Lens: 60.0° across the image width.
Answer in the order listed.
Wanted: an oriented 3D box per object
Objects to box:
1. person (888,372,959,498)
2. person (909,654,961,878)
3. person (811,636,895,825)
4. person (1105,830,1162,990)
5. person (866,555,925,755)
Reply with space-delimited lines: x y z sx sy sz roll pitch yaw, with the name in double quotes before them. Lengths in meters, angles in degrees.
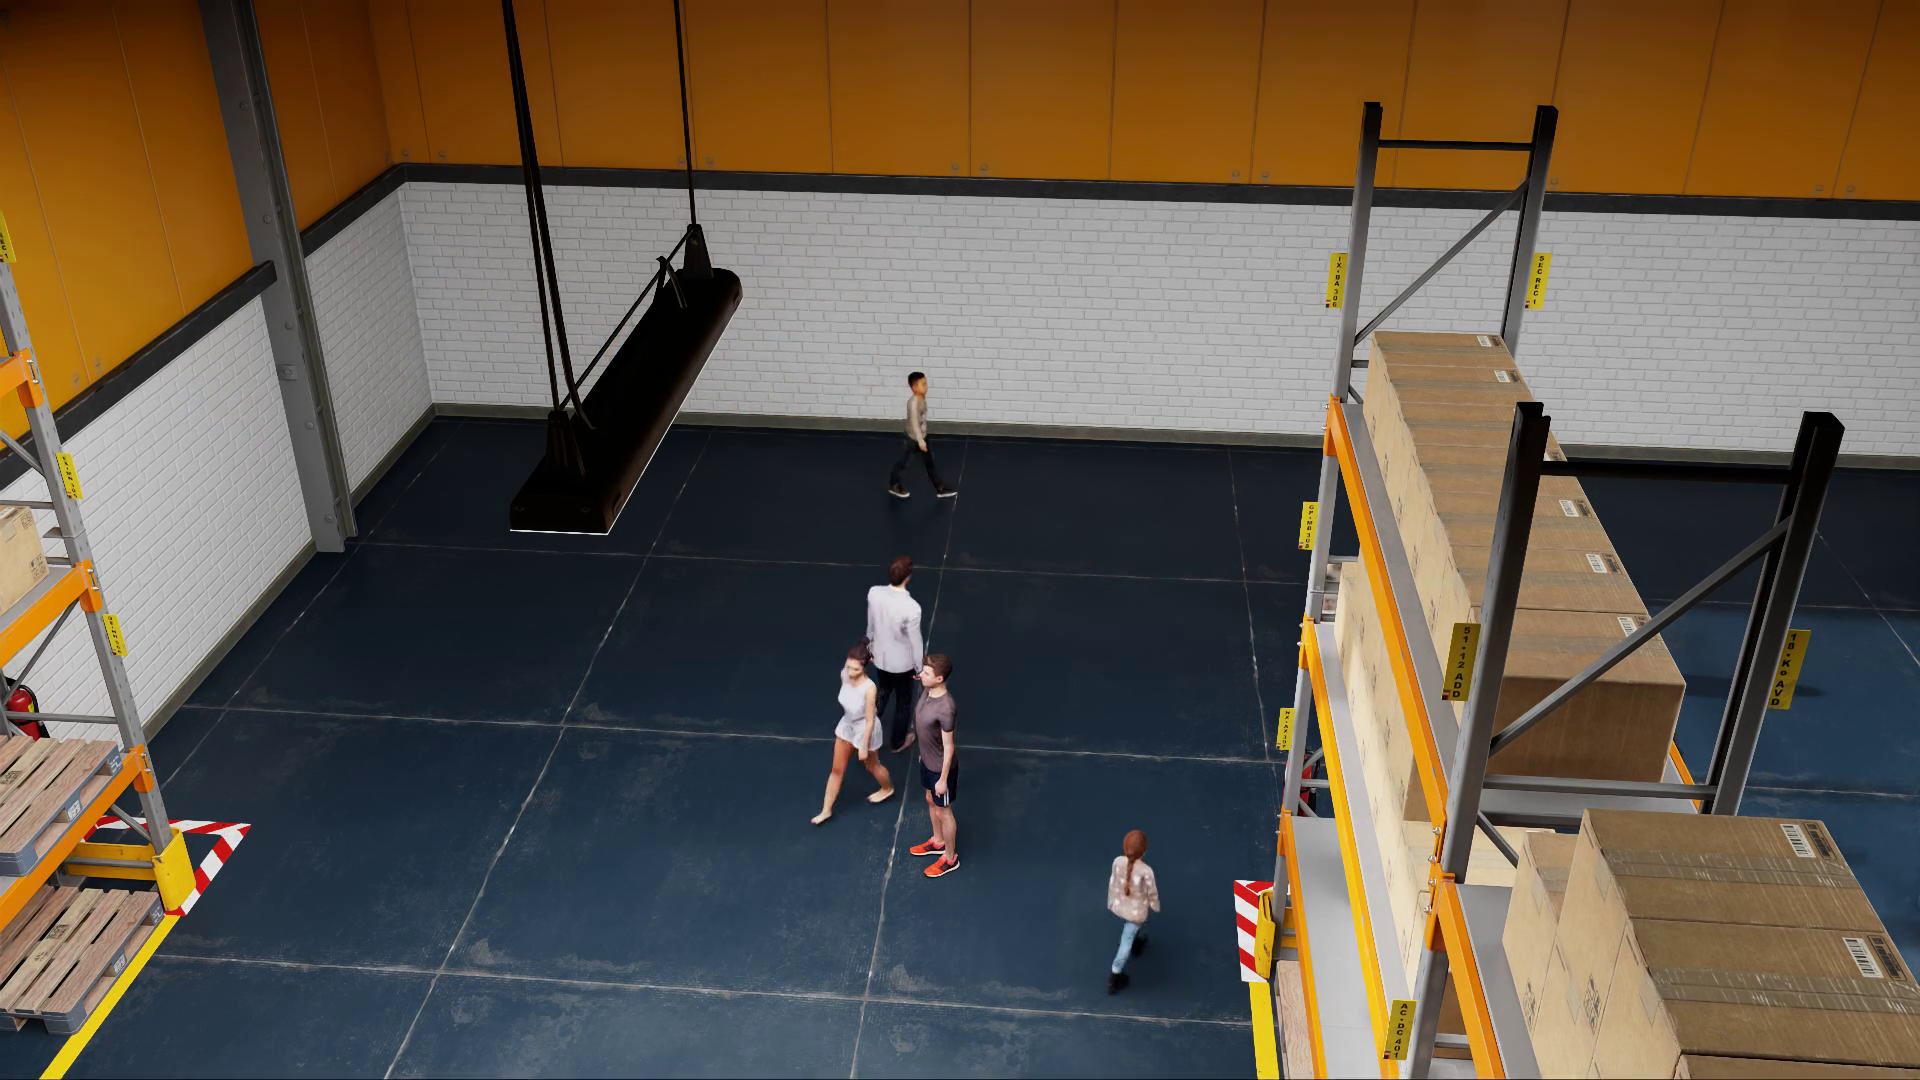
"person" -0.535 -1.084 17.641 0.790 1.431 0.990 11 30 19
"person" -0.156 1.632 12.223 0.783 1.853 0.645 -11 30 -19
"person" -0.703 1.448 12.834 1.083 1.590 1.014 -21 35 -33
"person" 1.139 2.521 11.302 0.753 1.173 0.874 22 35 34
"person" -0.578 0.993 13.419 0.879 1.828 0.952 16 33 27
